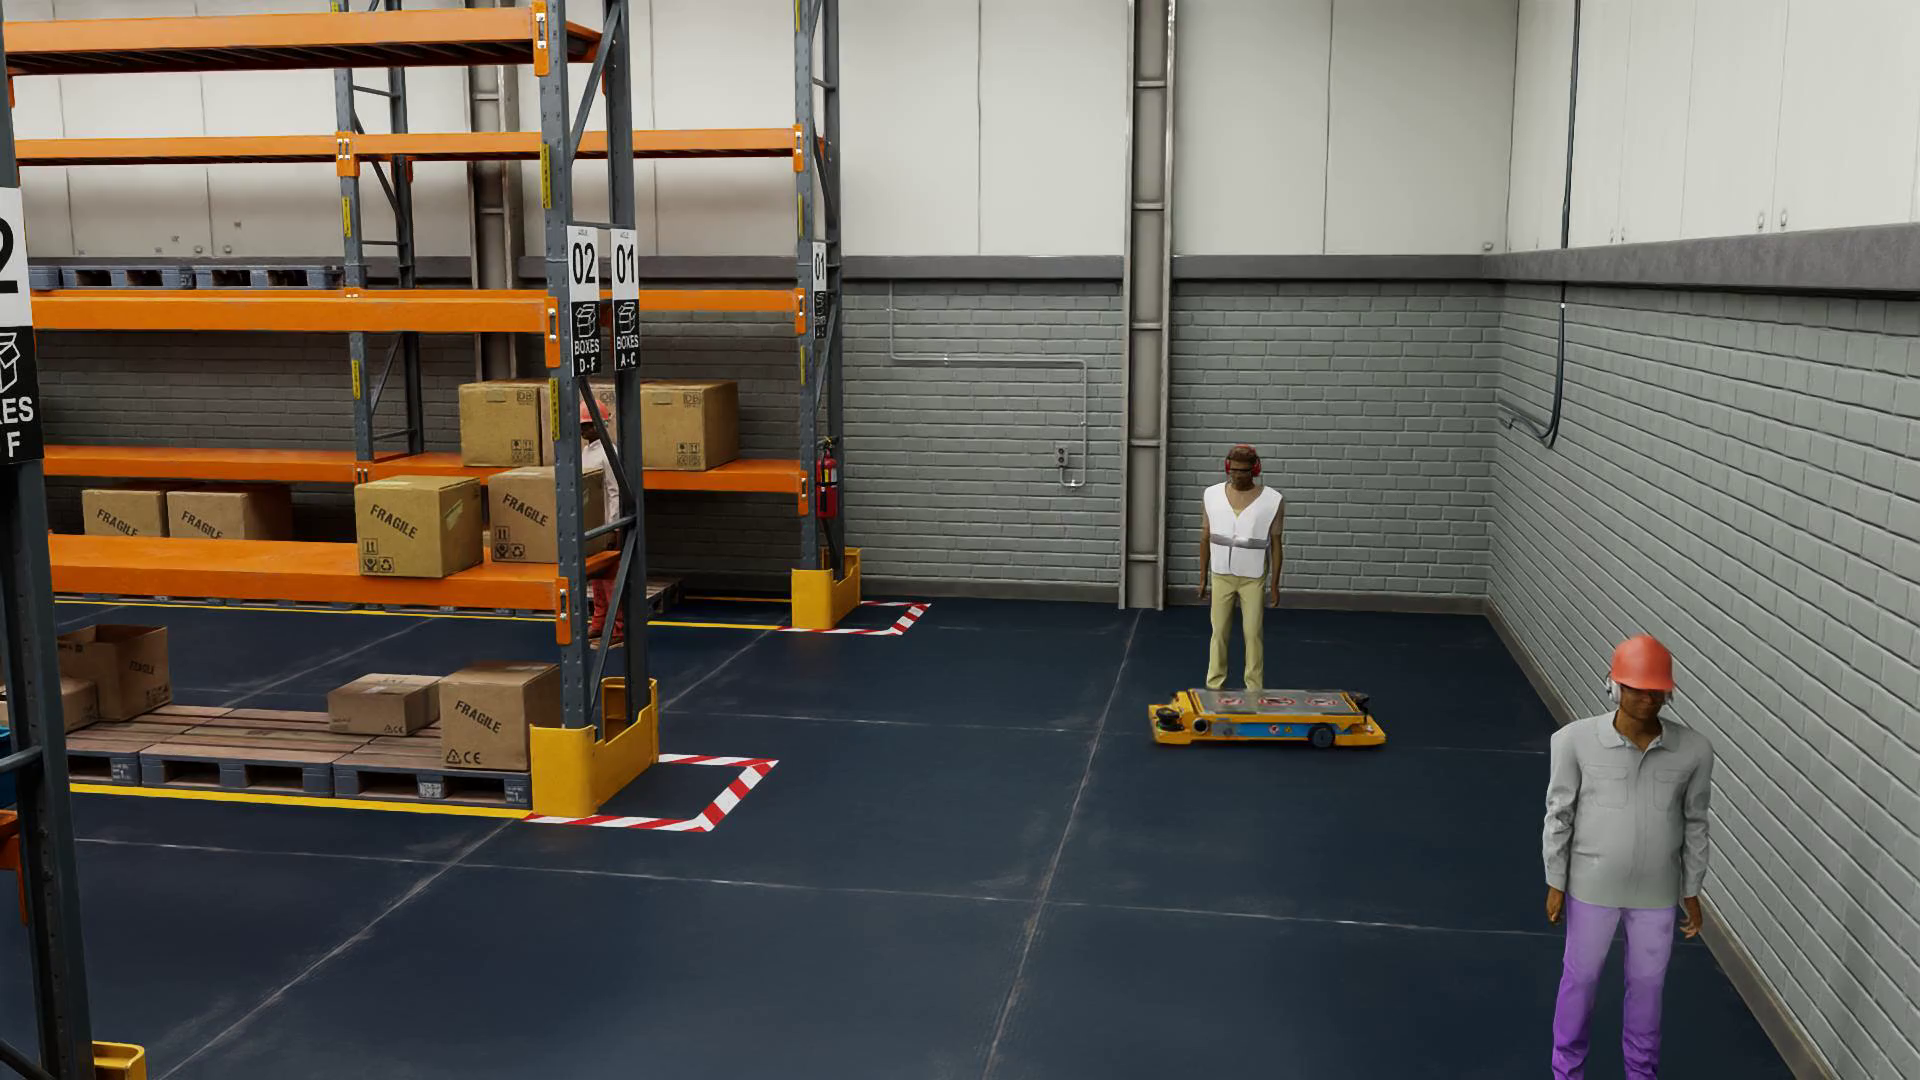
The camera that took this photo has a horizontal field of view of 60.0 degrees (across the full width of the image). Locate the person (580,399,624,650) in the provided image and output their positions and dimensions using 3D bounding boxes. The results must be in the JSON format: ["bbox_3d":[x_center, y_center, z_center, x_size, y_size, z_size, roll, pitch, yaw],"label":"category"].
[{"bbox_3d":[-2.875,-0.128,13.220,0.389,1.991,0.622,-6,11,-34],"label":"person"}]

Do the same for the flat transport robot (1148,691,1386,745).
[{"bbox_3d":[1.958,1.135,10.718,1.431,0.197,0.652,0,9,2],"label":"flat transport robot"}]

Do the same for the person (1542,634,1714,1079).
[{"bbox_3d":[2.319,1.186,5.801,0.563,1.755,0.320,1,9,6],"label":"person"}]

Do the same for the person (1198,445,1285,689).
[{"bbox_3d":[1.900,0.266,11.266,0.563,1.837,0.393,4,10,23],"label":"person"}]
